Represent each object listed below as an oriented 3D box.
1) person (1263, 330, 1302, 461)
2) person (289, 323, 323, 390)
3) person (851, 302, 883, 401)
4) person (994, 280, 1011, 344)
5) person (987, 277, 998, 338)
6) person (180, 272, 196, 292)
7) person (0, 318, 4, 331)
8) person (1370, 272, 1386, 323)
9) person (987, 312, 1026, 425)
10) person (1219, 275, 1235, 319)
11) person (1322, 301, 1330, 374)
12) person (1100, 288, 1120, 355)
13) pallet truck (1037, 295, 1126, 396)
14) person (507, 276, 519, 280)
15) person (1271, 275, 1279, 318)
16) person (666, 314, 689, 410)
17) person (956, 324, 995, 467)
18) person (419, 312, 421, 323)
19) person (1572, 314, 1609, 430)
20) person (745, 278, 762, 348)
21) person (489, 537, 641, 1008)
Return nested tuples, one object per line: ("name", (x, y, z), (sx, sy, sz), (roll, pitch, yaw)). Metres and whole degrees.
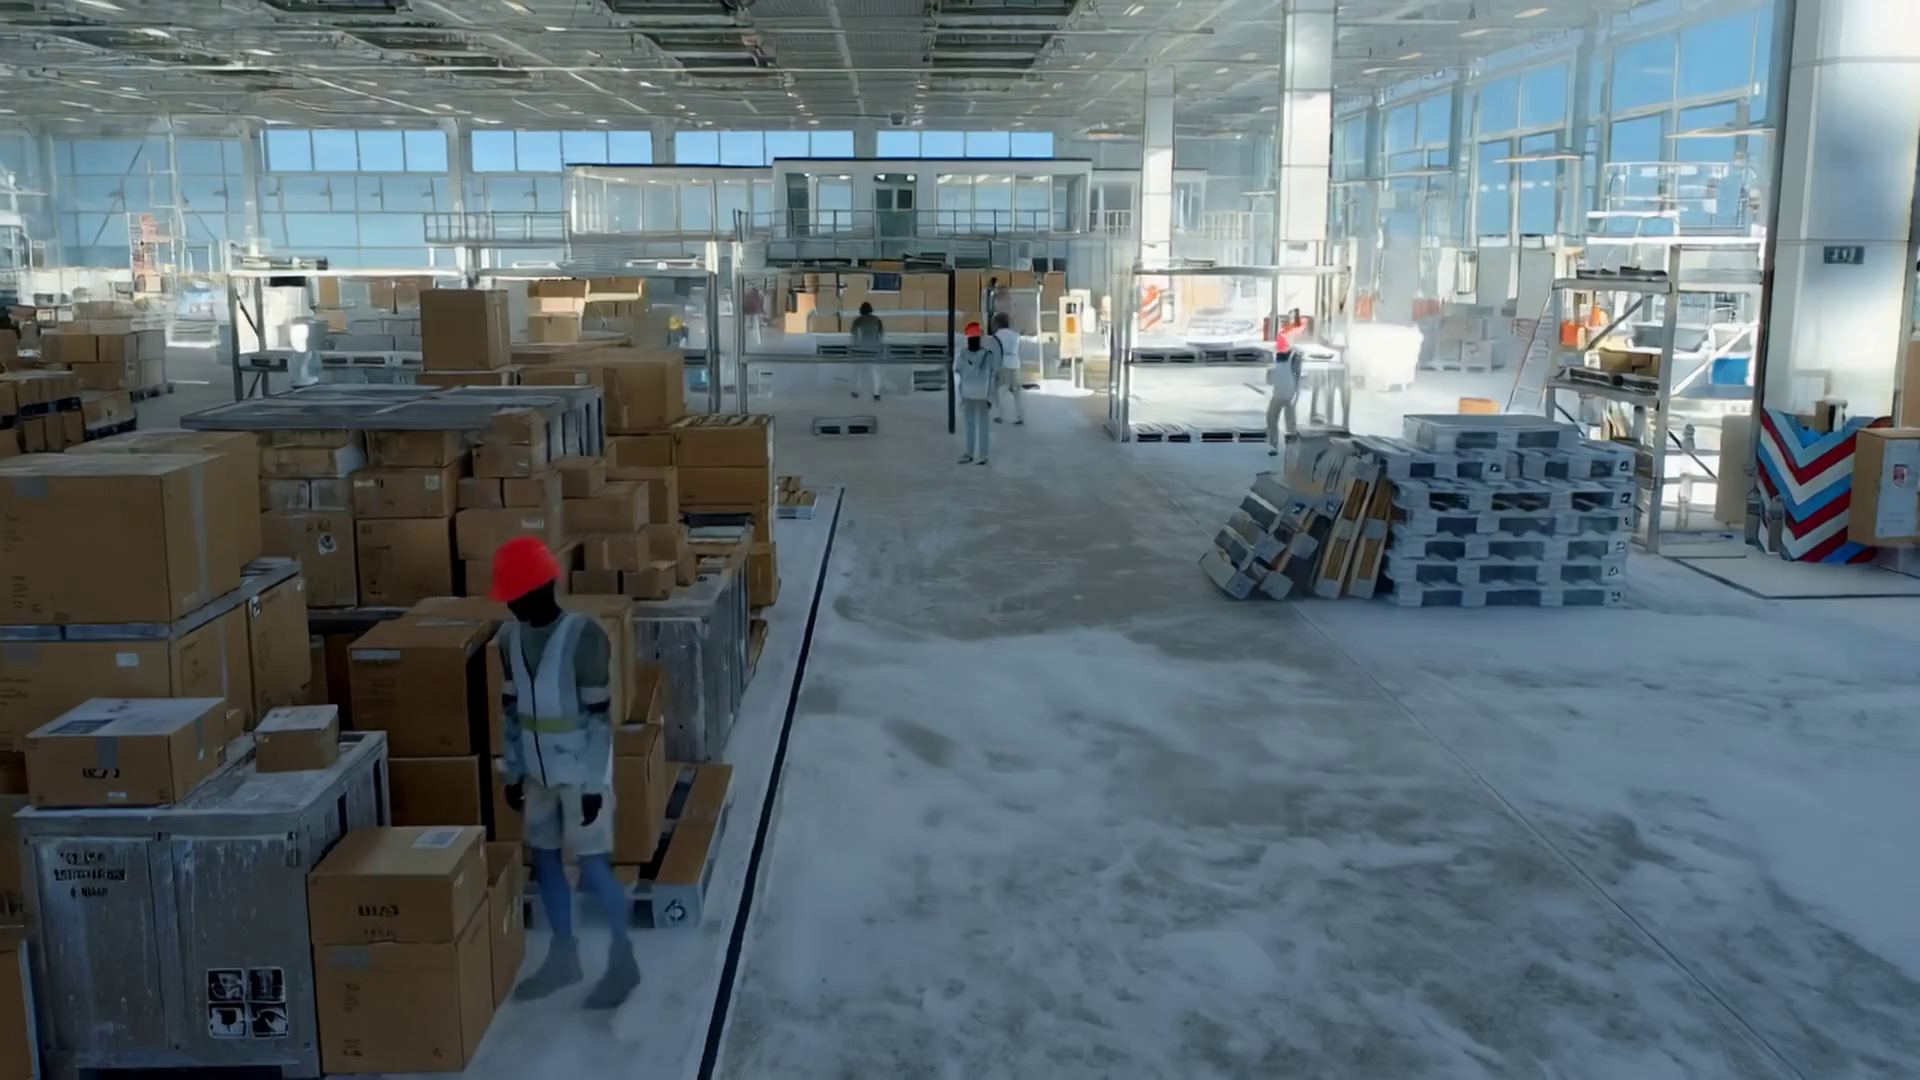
("person", (4.426, -1.970, 22.893), (0.644, 1.823, 0.511), (-8, 13, -39))
("person", (-8.649, -1.874, 21.966), (0.606, 1.966, 0.367), (7, 12, 34))
("person", (-1.763, -3.603, 31.841), (0.653, 1.884, 1.045), (-6, 12, -31))
("person", (1.331, -6.735, 49.214), (0.769, 1.907, 0.590), (8, 13, 37))
("person", (1.044, -7.298, 52.256), (0.362, 1.939, 0.636), (3, 11, 15))
("person", (-25.850, -7.905, 55.464), (0.619, 2.003, 0.968), (7, 12, 32))
("person", (-21.933, -4.704, 37.528), (0.692, 2.000, 0.640), (6, 12, 32))
("person", (14.994, -8.636, 59.689), (0.603, 1.949, 0.384), (7, 12, 32))
("person", (0.727, -2.831, 27.562), (0.875, 1.863, 0.727), (8, 13, 38))
("person", (10.324, -9.426, 64.498), (0.915, 1.812, 0.622), (-10, 14, -44))
("person", (8.357, -4.655, 38.211), (0.533, 1.697, 0.319), (0, 10, -2))
("person", (4.137, -5.874, 44.758), (0.661, 1.783, 0.969), (-1, 10, -3))
("pallet truck", (2.483, -3.881, 33.060), (1.885, 1.965, 0.823), (-7, 13, -36))
("person", (-17.986, -9.904, 66.934), (0.574, 1.883, 0.355), (2, 10, 12))
("person", (11.451, -8.762, 60.414), (0.363, 1.939, 0.542), (3, 11, 17))
("person", (-5.121, -3.214, 30.073), (0.484, 1.737, 0.309), (5, 11, 27))
("person", (0.208, -1.953, 22.514), (0.584, 1.928, 0.372), (9, 13, 40))
("person", (-11.819, -4.530, 37.183), (0.517, 1.818, 0.988), (-8, 13, -39))
("person", (10.173, -2.684, 26.708), (0.805, 1.885, 0.670), (-3, 11, -15))
("person", (-5.922, -6.451, 47.383), (0.612, 1.995, 0.392), (-9, 13, -40))
("person", (-1.593, 0.914, 6.589), (0.593, 1.908, 0.507), (6, 12, 32))
